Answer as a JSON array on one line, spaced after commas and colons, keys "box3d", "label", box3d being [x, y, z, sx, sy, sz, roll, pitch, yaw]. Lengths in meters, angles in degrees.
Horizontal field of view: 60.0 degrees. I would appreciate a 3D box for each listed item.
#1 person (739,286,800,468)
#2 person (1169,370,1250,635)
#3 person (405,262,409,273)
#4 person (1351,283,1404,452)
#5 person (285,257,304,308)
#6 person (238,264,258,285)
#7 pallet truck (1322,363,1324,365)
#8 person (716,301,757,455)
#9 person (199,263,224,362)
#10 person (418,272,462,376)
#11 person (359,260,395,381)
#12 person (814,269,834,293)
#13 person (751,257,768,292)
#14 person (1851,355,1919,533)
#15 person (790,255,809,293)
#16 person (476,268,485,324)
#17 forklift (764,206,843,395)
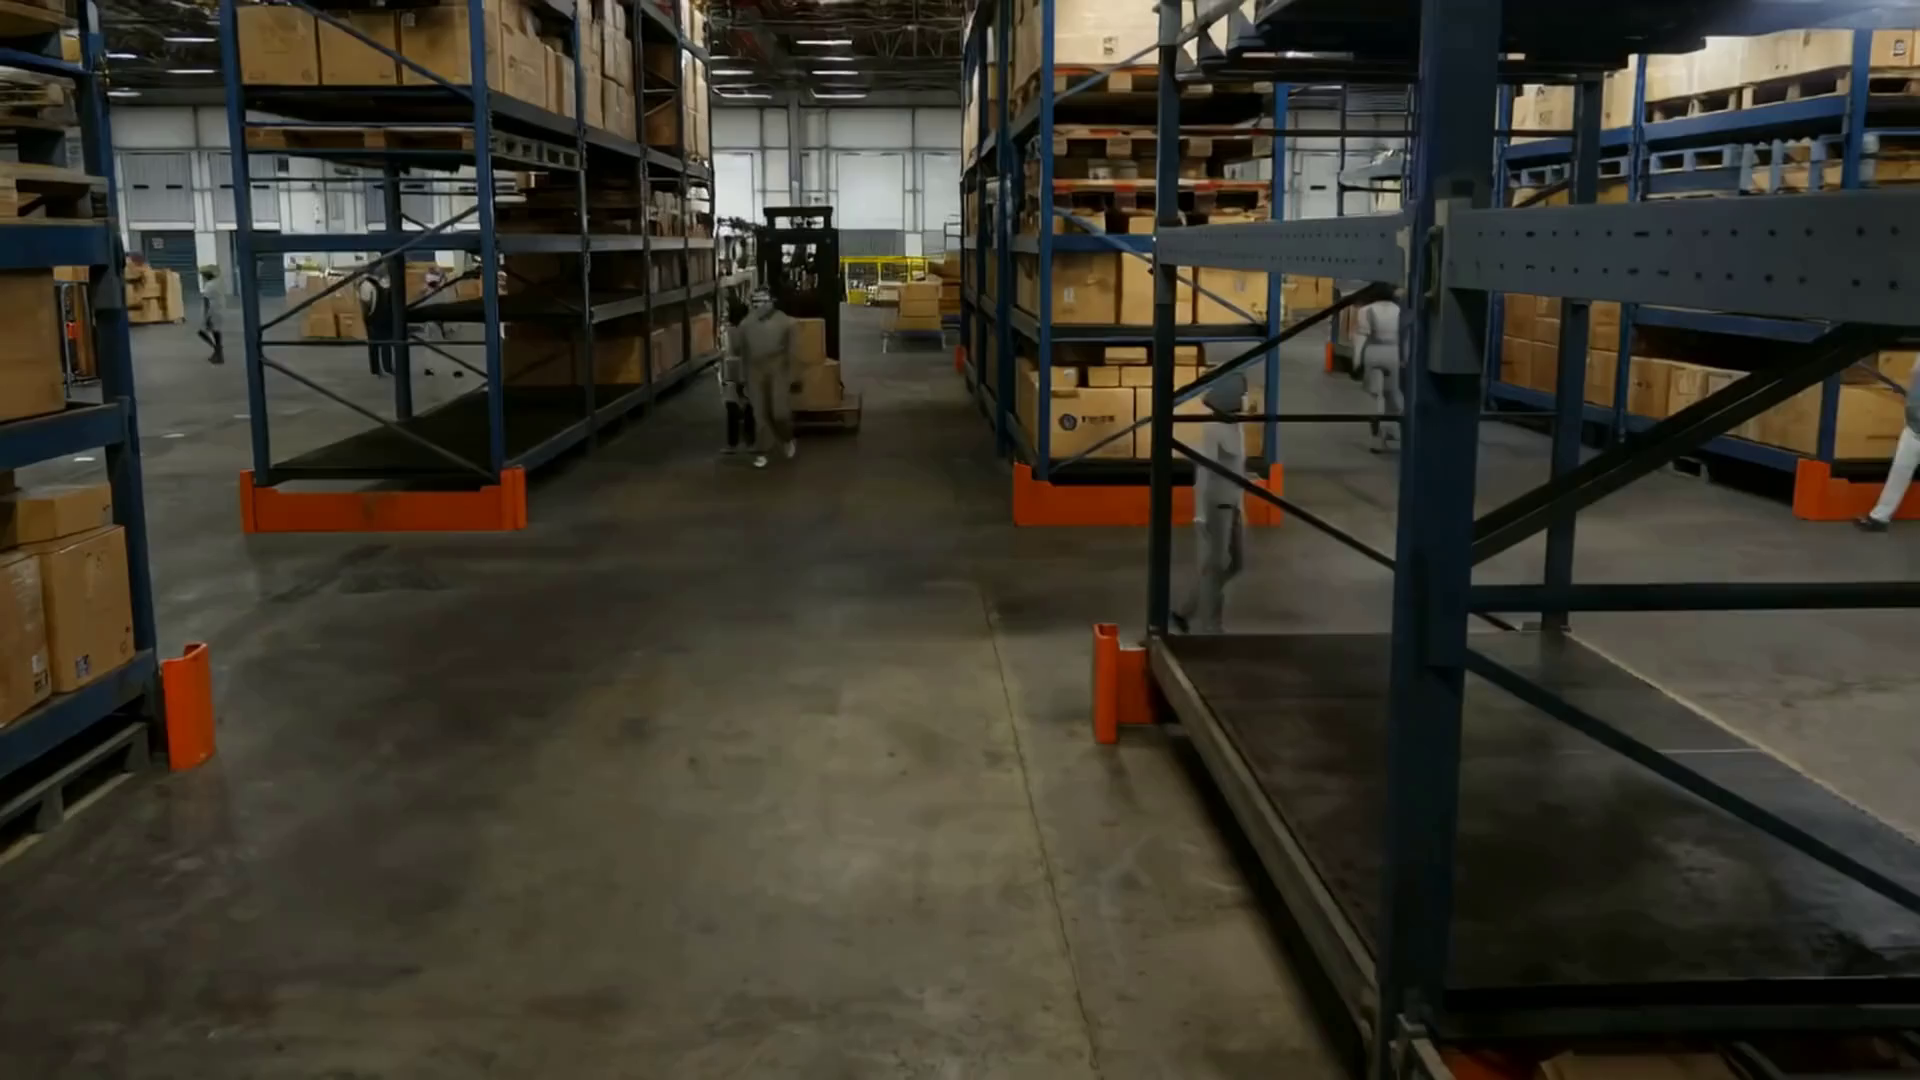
[{"box3d": [-1.987, -1.713, 17.433, 0.657, 1.886, 0.598, 2, 10, 11], "label": "person"}, {"box3d": [1.488, -0.166, 9.544, 0.379, 1.623, 0.500, 5, 11, 26], "label": "person"}, {"box3d": [-17.854, -8.123, 53.665, 0.903, 1.693, 0.503, 7, 12, 34], "label": "person"}, {"box3d": [4.694, -1.984, 18.550, 0.611, 2.026, 0.424, 0, 10, 1], "label": "person"}, {"box3d": [-23.219, -8.976, 58.159, 0.965, 1.795, 0.638, 1, 10, 5], "label": "person"}, {"box3d": [-24.789, -8.991, 57.881, 0.552, 1.918, 0.636, 9, 14, 42], "label": "person"}, {"box3d": [7.712, -4.157, 30.737, 1.885, 1.965, 0.823, 3, 11, 16], "label": "pallet truck"}, {"box3d": [-2.449, -1.791, 18.390, 0.533, 1.700, 0.318, -6, 12, -30], "label": "person"}, {"box3d": [-14.507, -4.389, 32.245, 0.406, 1.920, 0.576, 2, 10, 13], "label": "person"}, {"box3d": [-9.095, -3.719, 28.831, 0.890, 1.815, 0.550, 8, 13, 37], "label": "person"}, {"box3d": [-9.796, -3.735, 28.267, 0.537, 2.000, 0.682, 5, 11, 27], "label": "person"}, {"box3d": [-3.608, -6.614, 44.536, 0.628, 1.952, 0.488, -1, 10, -8], "label": "person"}, {"box3d": [-6.209, -7.974, 52.246, 0.704, 1.911, 0.553, -4, 11, -22], "label": "person"}, {"box3d": [7.750, -0.907, 13.236, 0.979, 1.795, 0.626, -1, 10, -4], "label": "person"}, {"box3d": [-5.092, -7.981, 52.275, 0.646, 1.901, 0.606, 9, 13, 40], "label": "person"}, {"box3d": [-13.446, -7.097, 47.314, 0.585, 1.927, 0.366, -4, 11, -21], "label": "person"}, {"box3d": [-2.215, -3.223, 23.078, 1.129, 2.768, 1.873, 0, 10, -2], "label": "forklift"}]
